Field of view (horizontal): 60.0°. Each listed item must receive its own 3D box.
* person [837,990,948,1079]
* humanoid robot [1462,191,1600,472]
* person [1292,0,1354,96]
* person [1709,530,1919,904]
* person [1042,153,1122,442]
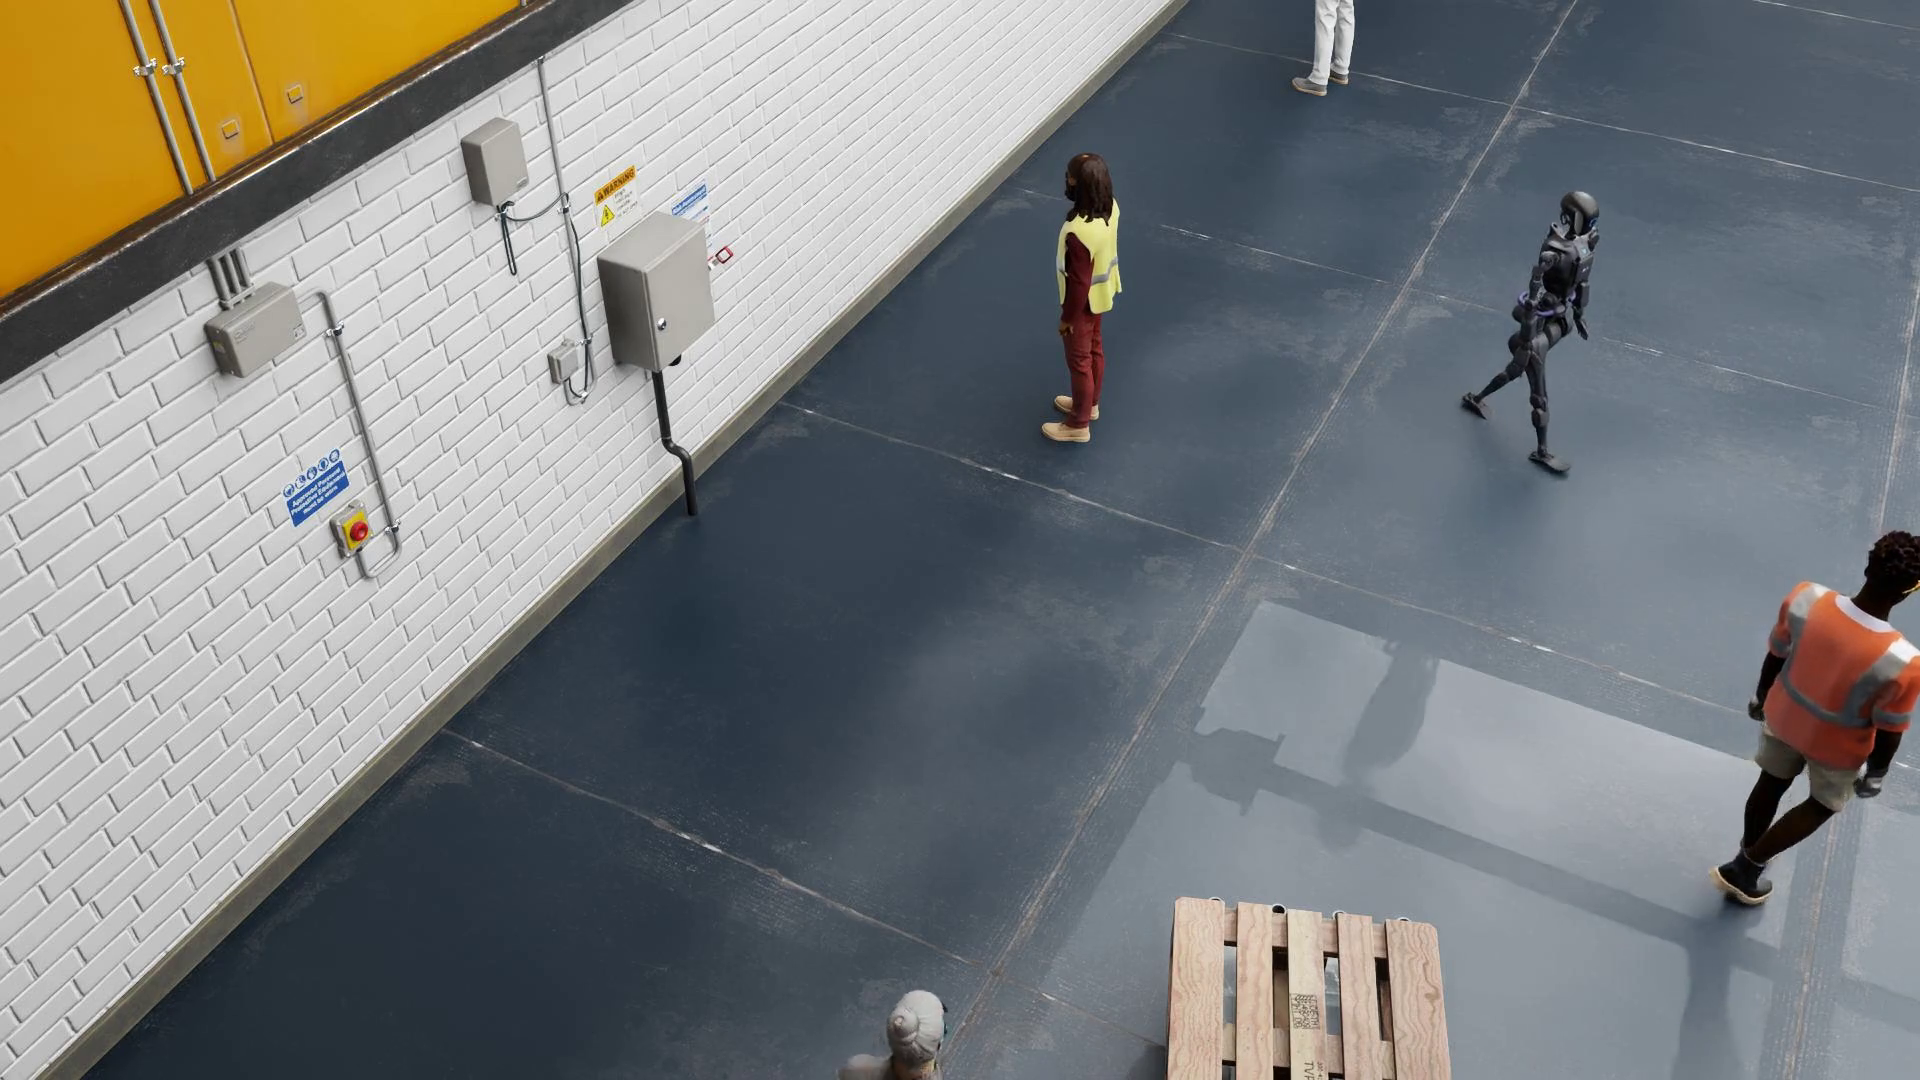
[{"bbox_3d":[-0.138,2.018,5.292,0.536,1.817,0.510,20,45,22],"label":"person"},{"bbox_3d":[3.255,-1.210,9.211,0.584,1.626,0.826,-29,49,-30],"label":"humanoid robot"},{"bbox_3d":[2.867,-4.322,12.623,0.571,1.876,0.350,-33,50,-32],"label":"person"},{"bbox_3d":[3.445,0.752,6.679,0.520,1.955,0.610,-22,45,-23],"label":"person"},{"bbox_3d":[0.691,-1.330,9.233,0.378,1.768,0.470,13,43,15],"label":"person"}]
